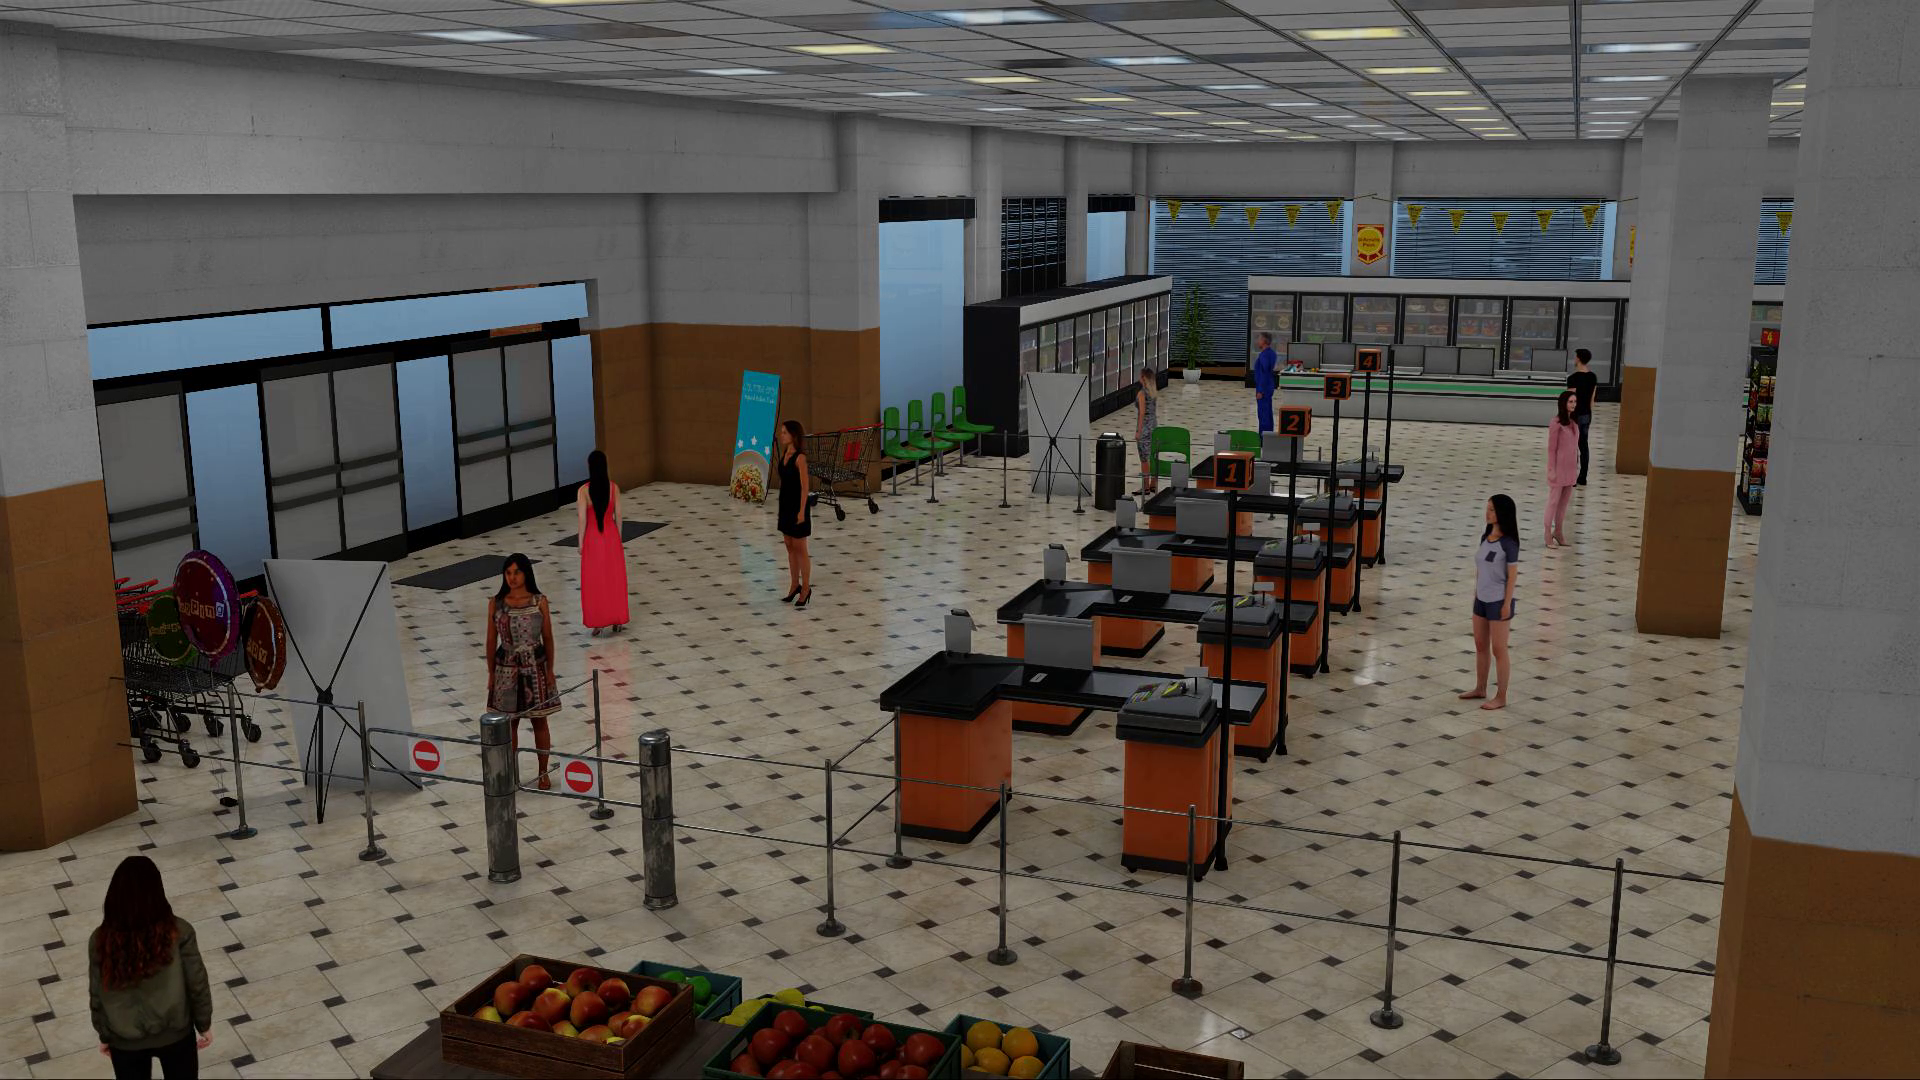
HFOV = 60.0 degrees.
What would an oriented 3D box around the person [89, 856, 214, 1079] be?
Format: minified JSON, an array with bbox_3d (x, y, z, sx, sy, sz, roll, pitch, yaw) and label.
[{"bbox_3d":[-3.224,1.964,6.637,0.615,1.476,0.719,-3,12,-13],"label":"person"}]

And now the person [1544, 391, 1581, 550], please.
[{"bbox_3d":[6.885,-0.813,19.032,0.691,1.802,0.716,-8,14,-32],"label":"person"}]

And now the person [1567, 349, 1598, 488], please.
[{"bbox_3d":[8.563,-1.696,22.997,0.752,1.897,0.805,-6,13,-26],"label":"person"}]

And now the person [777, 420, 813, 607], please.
[{"bbox_3d":[-1.627,-0.262,16.338,0.725,1.834,0.630,-9,15,-36],"label":"person"}]

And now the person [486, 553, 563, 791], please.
[{"bbox_3d":[-2.976,0.891,11.320,0.642,1.645,0.784,-2,12,-8],"label":"person"}]

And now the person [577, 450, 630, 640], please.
[{"bbox_3d":[-3.279,0.035,15.193,0.716,1.725,0.750,-8,14,-33],"label":"person"}]

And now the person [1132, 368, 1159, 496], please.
[{"bbox_3d":[2.522,-1.467,22.377,0.595,1.704,0.621,9,15,37],"label":"person"}]

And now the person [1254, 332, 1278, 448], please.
[{"bbox_3d":[4.872,-2.406,26.531,0.555,1.829,0.727,5,13,23],"label":"person"}]

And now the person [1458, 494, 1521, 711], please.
[{"bbox_3d":[4.230,0.474,13.155,0.710,1.706,0.679,-3,12,-16],"label":"person"}]
